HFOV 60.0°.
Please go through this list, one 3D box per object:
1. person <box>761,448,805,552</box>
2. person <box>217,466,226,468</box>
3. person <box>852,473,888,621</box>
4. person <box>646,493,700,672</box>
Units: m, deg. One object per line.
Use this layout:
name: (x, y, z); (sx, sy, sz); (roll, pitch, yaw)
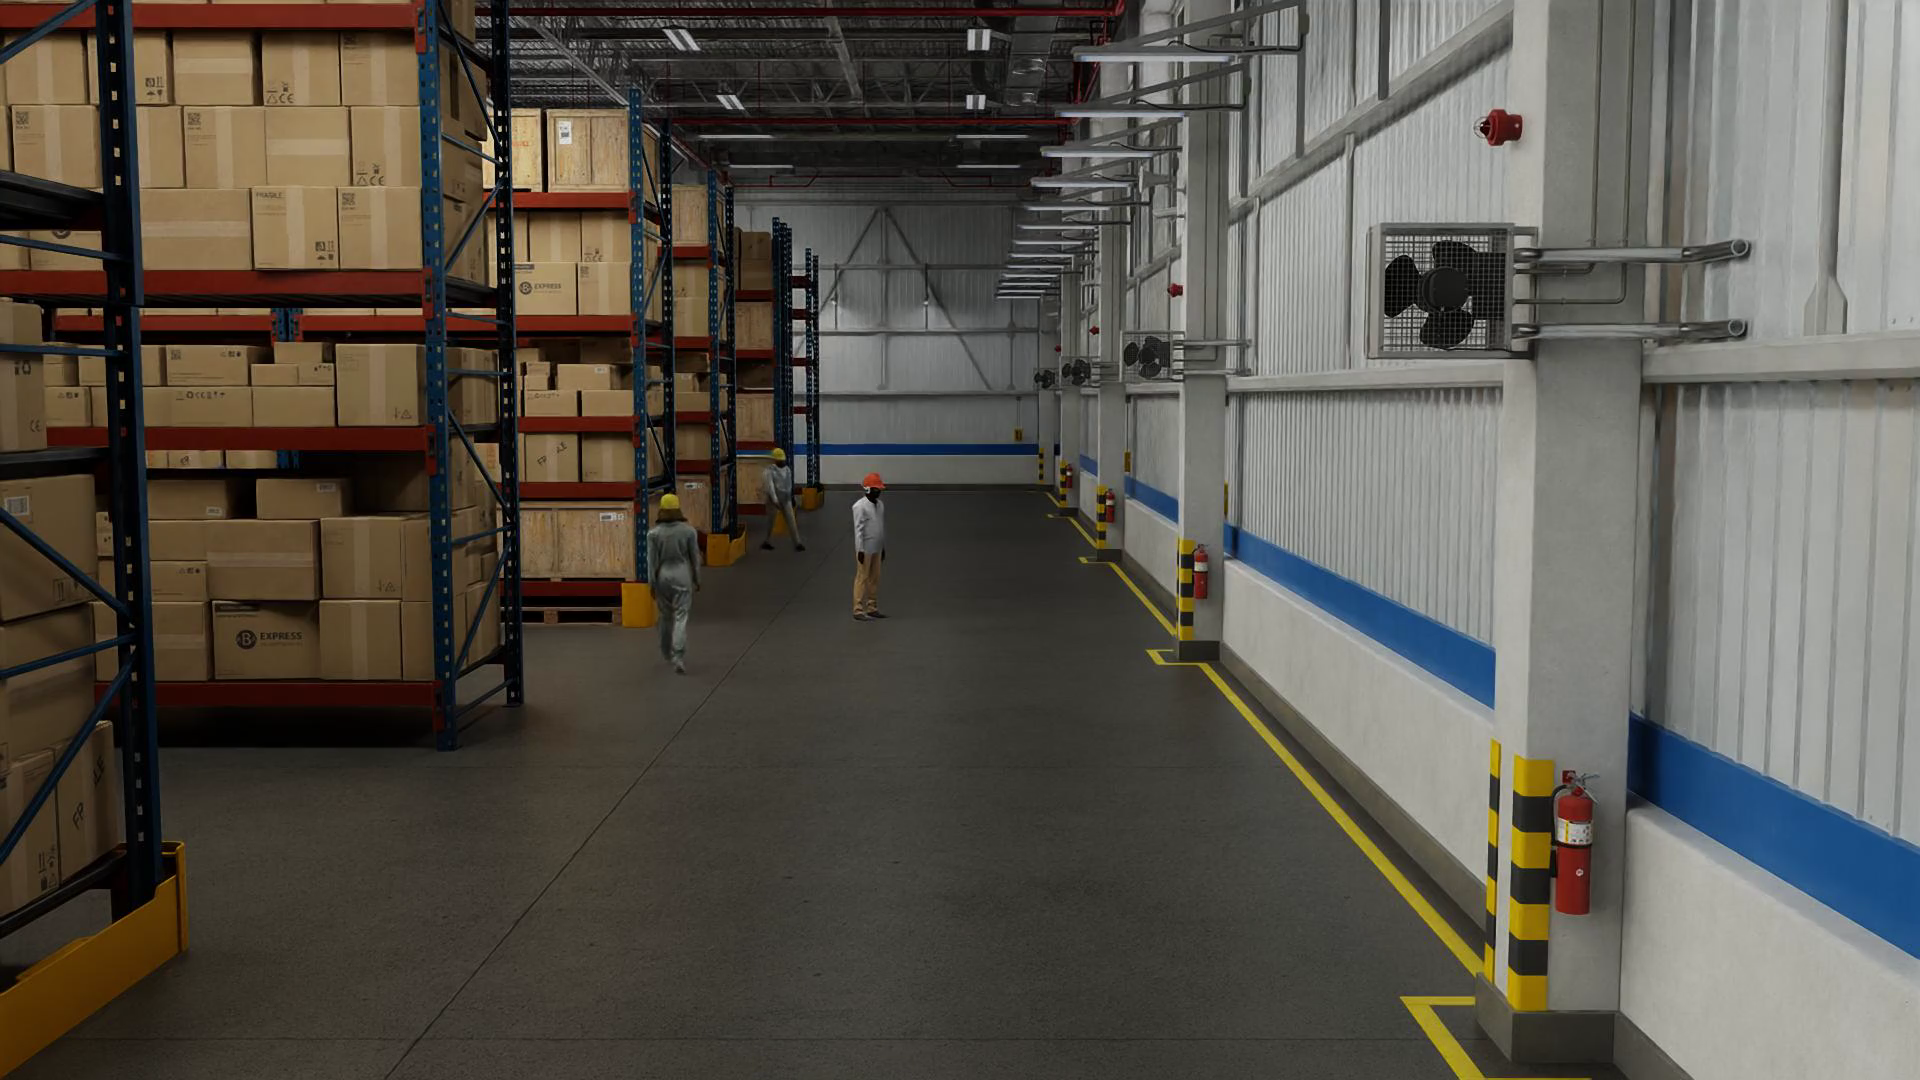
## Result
person: (-3.064, -0.675, 28.194); (0.584, 1.781, 0.918); (-5, 7, -43)
person: (-7.223, 0.251, 16.355); (0.602, 1.948, 0.387); (-3, 6, -35)
person: (-1.035, 0.080, 19.544); (0.351, 1.742, 0.566); (3, 6, 30)
person: (-2.769, 0.399, 16.016); (0.491, 1.707, 0.853); (0, 5, -2)
